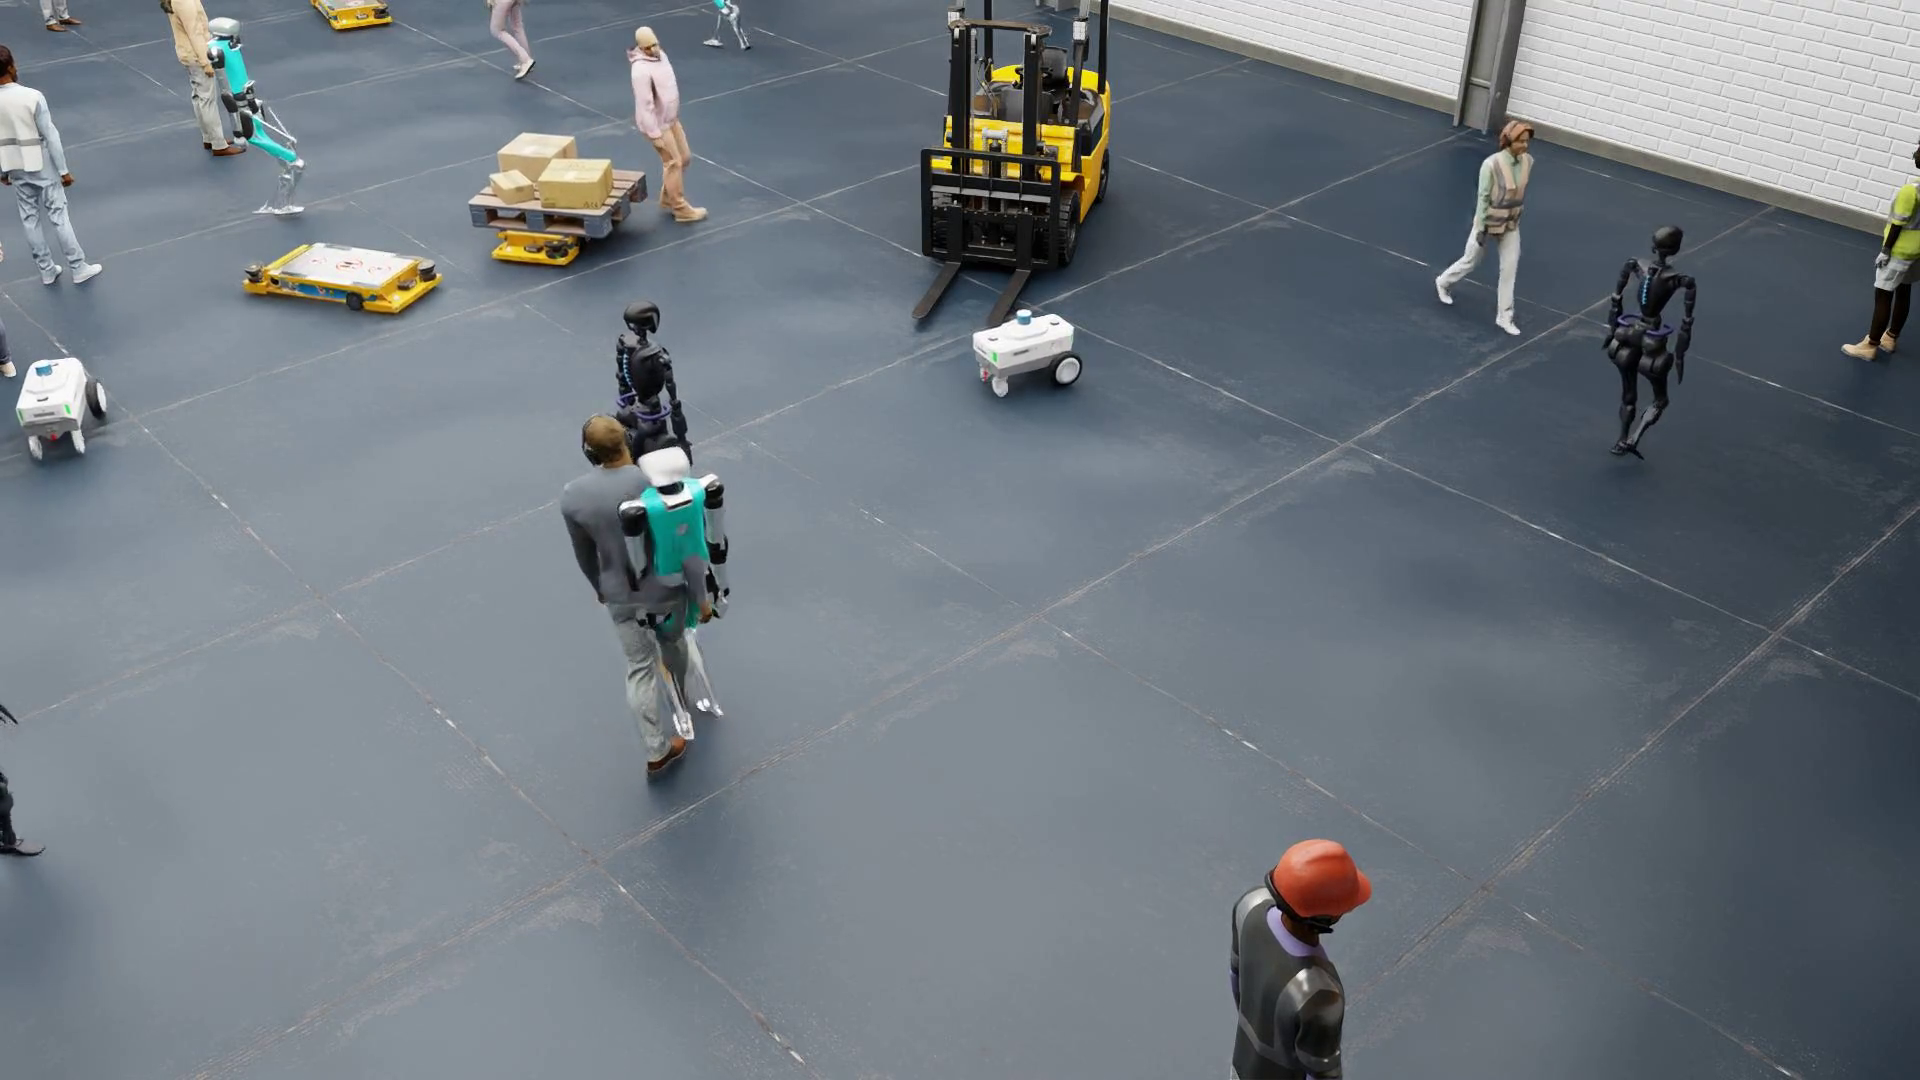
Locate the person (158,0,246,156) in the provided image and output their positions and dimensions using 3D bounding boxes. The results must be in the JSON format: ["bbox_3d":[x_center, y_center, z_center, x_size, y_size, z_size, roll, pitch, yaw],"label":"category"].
[{"bbox_3d":[-7.236,-4.580,15.743,0.409,1.876,0.552,-22,39,-30],"label":"person"}]

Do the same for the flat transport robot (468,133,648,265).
[{"bbox_3d":[-3.436,-2.752,14.403,0.659,0.231,1.431,7,34,11],"label":"flat transport robot"}]

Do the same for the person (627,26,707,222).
[{"bbox_3d":[-2.524,-3.548,14.280,0.518,1.755,0.574,6,34,10],"label":"person"}]

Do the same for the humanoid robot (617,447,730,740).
[{"bbox_3d":[-1.490,0.237,8.450,0.550,1.767,0.715,-19,37,-26],"label":"humanoid robot"}]

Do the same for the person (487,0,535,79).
[{"bbox_3d":[-4.805,-5.790,17.717,0.396,1.741,0.578,5,33,8],"label":"person"}]

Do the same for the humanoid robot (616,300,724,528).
[{"bbox_3d":[-1.852,-0.711,10.017,0.606,1.629,0.771,27,42,35],"label":"humanoid robot"}]

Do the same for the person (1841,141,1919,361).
[{"bbox_3d":[6.893,-2.128,12.140,0.535,1.694,0.320,-20,38,-27],"label":"person"}]

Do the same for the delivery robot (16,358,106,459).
[{"bbox_3d":[-6.187,-0.945,11.372,0.499,0.604,0.808,-10,34,-15],"label":"delivery robot"}]

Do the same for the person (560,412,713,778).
[{"bbox_3d":[-1.588,0.213,8.372,0.700,1.872,0.958,-2,33,-3],"label":"person"}]

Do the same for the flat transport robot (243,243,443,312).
[{"bbox_3d":[-4.992,-2.127,13.443,1.431,0.231,0.659,10,34,15],"label":"flat transport robot"}]

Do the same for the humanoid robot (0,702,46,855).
[{"bbox_3d":[-4.789,0.806,7.674,0.644,1.633,0.587,12,35,18],"label":"humanoid robot"}]

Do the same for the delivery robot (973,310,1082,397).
[{"bbox_3d":[0.467,-1.384,12.024,0.746,0.578,0.517,-17,37,-25],"label":"delivery robot"}]

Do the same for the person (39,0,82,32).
[{"bbox_3d":[-10.637,-6.759,19.296,0.307,1.646,0.466,7,34,10],"label":"person"}]

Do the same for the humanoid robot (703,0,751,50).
[{"bbox_3d":[-2.692,-6.306,18.621,0.790,1.888,0.555,15,36,22],"label":"humanoid robot"}]

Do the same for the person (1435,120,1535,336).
[{"bbox_3d":[4.058,-2.428,12.676,0.509,1.609,0.792,-13,35,-20],"label":"person"}]

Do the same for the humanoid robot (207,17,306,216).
[{"bbox_3d":[-5.962,-3.599,14.354,0.732,1.786,0.530,-2,33,-3],"label":"humanoid robot"}]

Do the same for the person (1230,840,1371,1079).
[{"bbox_3d":[1.130,1.818,5.755,0.367,2.044,0.607,-11,35,-17],"label":"person"}]

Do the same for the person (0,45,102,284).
[{"bbox_3d":[-7.385,-2.957,13.206,0.589,1.919,0.399,1,33,1],"label":"person"}]

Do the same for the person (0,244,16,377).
[{"bbox_3d":[-7.128,-1.945,11.696,0.411,1.865,0.819,18,37,26],"label":"person"}]

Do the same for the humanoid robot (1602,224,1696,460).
[{"bbox_3d":[4.460,-1.277,10.858,0.431,1.646,0.591,-25,41,-33],"label":"humanoid robot"}]

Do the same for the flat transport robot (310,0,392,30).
[{"bbox_3d":[-7.387,-6.464,20.109,0.659,0.231,1.431,-17,37,-25],"label":"flat transport robot"}]

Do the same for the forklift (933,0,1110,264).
[{"bbox_3d":[0.570,-3.725,14.138,1.214,2.155,2.313,9,34,13],"label":"forklift"}]
